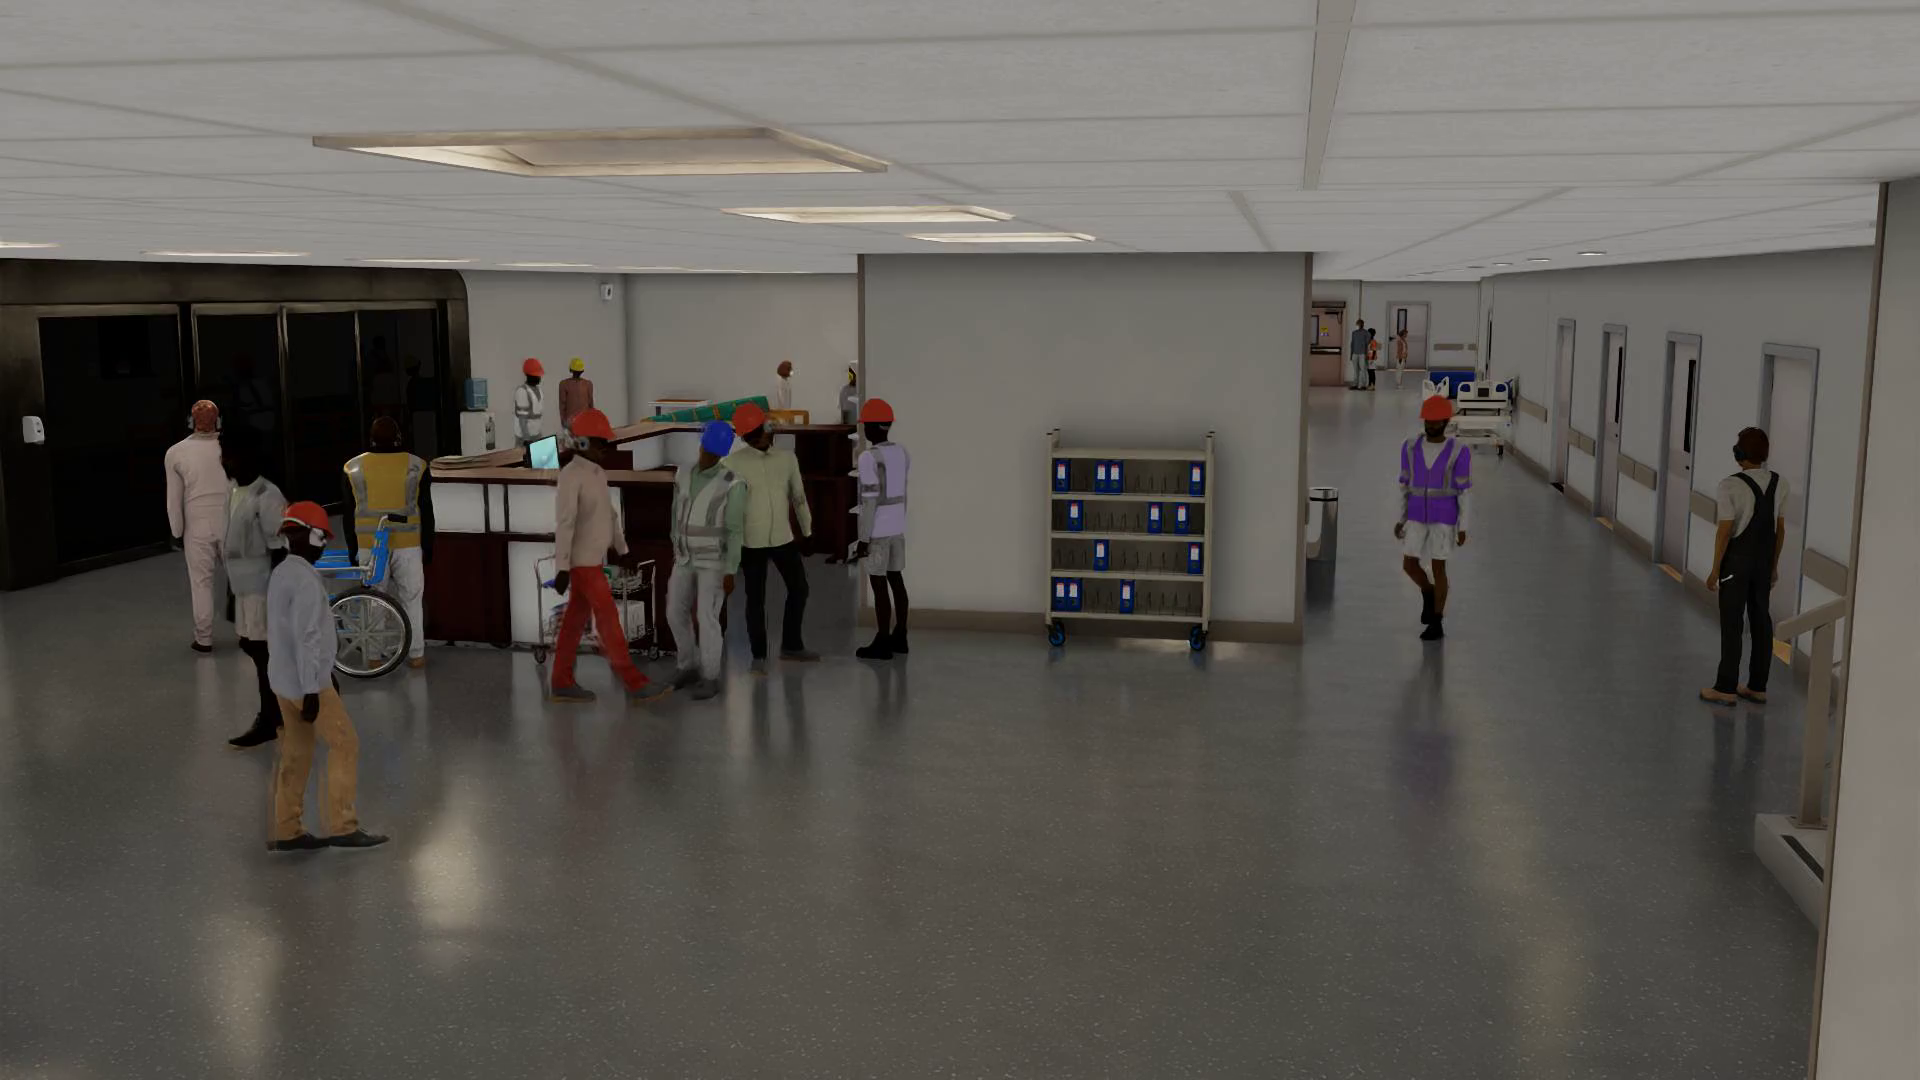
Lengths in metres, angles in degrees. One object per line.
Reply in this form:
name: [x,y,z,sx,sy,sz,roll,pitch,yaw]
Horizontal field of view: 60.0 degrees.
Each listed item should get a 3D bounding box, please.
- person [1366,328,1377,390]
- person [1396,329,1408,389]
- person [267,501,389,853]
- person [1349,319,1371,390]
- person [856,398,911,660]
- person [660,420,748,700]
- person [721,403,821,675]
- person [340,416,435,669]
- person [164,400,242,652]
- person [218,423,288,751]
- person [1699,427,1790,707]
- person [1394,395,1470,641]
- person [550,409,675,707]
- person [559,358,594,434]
person: [11.156,-4.905,45.171,0.318,1.697,0.535,-1,9,-5]
person: [12.211,-4.999,45.983,0.308,1.640,0.511,4,10,27]
person: [-3.129,0.670,8.146,0.611,1.706,0.587,-6,11,-35]
person: [10.886,-5.039,45.263,0.352,1.936,0.635,-7,11,-38]
person: [-0.600,-0.082,12.365,0.379,1.937,0.548,5,10,32]
person: [-1.708,0.138,11.079,0.711,1.885,0.378,6,10,34]
person: [-1.354,-0.007,11.909,0.764,1.957,0.402,-6,10,-33]
person: [-4.101,0.031,11.967,0.626,1.838,0.430,-3,9,-16]
person: [-5.667,-0.106,12.626,0.636,1.910,0.405,-5,10,-31]
person: [-4.232,0.265,10.024,0.471,1.967,0.649,-8,12,-44]
person: [5.163,0.177,10.947,0.508,1.846,0.345,-2,9,-13]
person: [3.704,-0.180,13.034,0.586,1.927,0.539,6,10,34]
person: [-2.309,0.127,10.885,0.911,1.954,0.626,1,9,3]
person: [-5.556,-1.769,24.164,0.524,1.760,0.328,-5,10,-31]
